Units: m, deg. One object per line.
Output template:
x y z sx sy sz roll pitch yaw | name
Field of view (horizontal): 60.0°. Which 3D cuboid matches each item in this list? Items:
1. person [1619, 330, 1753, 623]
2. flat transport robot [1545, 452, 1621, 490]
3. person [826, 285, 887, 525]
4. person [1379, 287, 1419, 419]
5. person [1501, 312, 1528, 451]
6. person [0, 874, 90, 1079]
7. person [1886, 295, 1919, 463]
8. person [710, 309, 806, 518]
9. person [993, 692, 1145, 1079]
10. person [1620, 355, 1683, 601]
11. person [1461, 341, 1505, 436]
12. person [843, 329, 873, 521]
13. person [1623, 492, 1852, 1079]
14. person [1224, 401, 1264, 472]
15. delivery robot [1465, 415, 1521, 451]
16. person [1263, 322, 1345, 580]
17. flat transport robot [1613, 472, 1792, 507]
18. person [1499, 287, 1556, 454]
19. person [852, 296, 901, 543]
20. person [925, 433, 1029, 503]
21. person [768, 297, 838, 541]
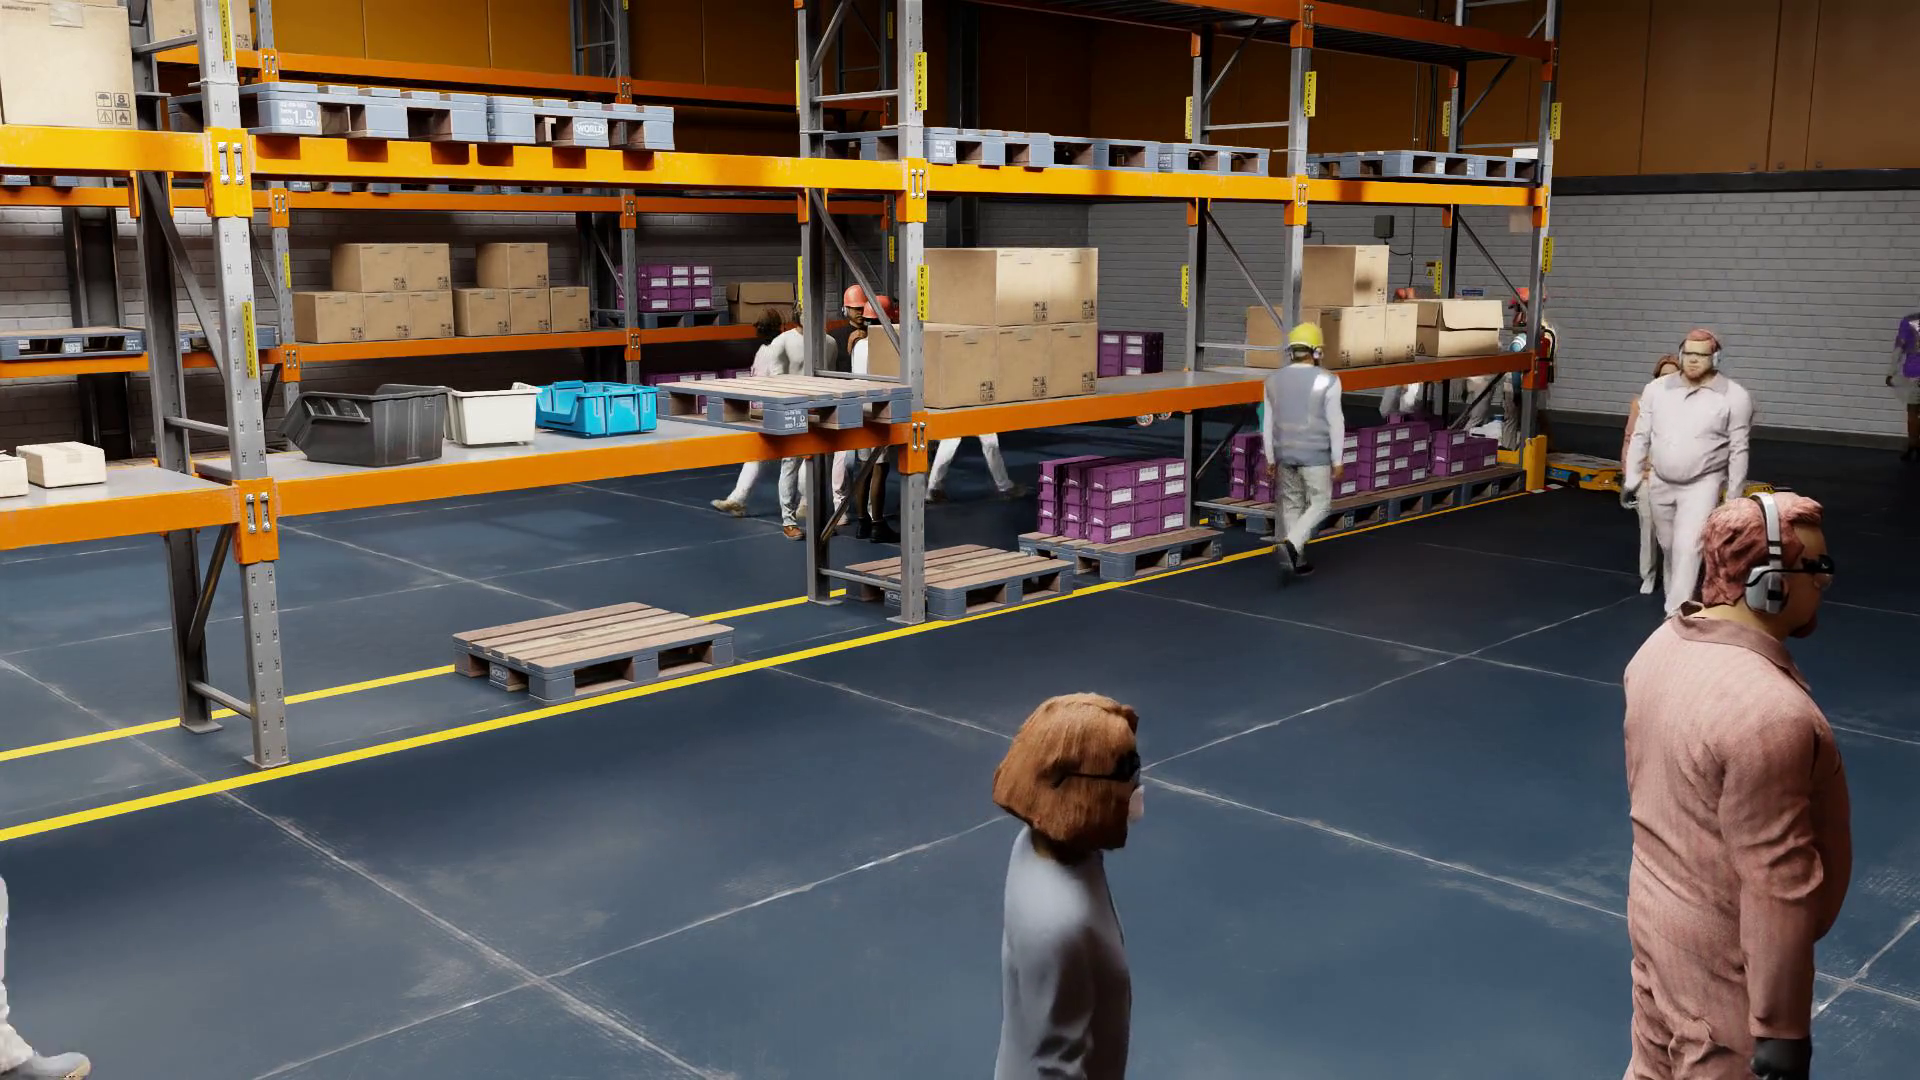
4.362 -0.335 9.982 0.991 1.862 0.642 -10 14 -43 | person
6.016 -0.683 16.198 0.652 0.197 1.431 -4 11 -20 | flat transport robot
-0.852 -1.123 13.892 0.612 1.995 0.382 -5 11 -23 | person
4.647 -1.712 17.445 0.403 1.872 0.589 -1 10 -7 | person
5.667 -1.492 16.871 0.313 1.642 0.513 5 12 27 | person
-2.643 0.642 4.324 0.774 1.968 0.659 -7 13 -34 | person
10.233 -1.793 17.754 0.571 1.922 0.571 2 11 9 | person
-1.619 -1.048 14.047 0.918 1.784 0.619 -6 12 -29 | person
0.186 1.061 2.969 0.264 1.632 0.507 0 10 2 | person
4.643 -0.400 10.984 0.541 1.615 0.649 5 11 24 | person
5.463 -1.567 17.400 0.854 1.596 0.516 -4 11 -19 | person
-0.836 -0.938 13.870 0.499 1.633 0.284 0 10 1 | person
1.576 0.846 3.398 0.408 1.909 0.642 0 10 1 | person
2.926 -1.435 16.313 0.751 1.734 0.527 -4 11 -22 | person
5.564 -1.052 17.179 0.477 0.478 0.707 -7 12 -33 | delivery robot
2.349 -0.594 11.492 0.608 1.816 0.597 9 14 41 | person
6.663 -0.451 14.935 0.652 0.197 1.431 -5 11 -24 | flat transport robot
5.888 -1.683 17.305 0.571 1.869 1.002 -5 12 -27 | person
-0.634 -0.944 13.073 0.362 1.935 0.553 -6 12 -28 | person
0.121 -1.235 14.968 1.024 1.830 0.644 -6 12 -29 | person
-1.217 -0.975 13.238 0.627 1.940 0.372 -8 13 -38 | person
